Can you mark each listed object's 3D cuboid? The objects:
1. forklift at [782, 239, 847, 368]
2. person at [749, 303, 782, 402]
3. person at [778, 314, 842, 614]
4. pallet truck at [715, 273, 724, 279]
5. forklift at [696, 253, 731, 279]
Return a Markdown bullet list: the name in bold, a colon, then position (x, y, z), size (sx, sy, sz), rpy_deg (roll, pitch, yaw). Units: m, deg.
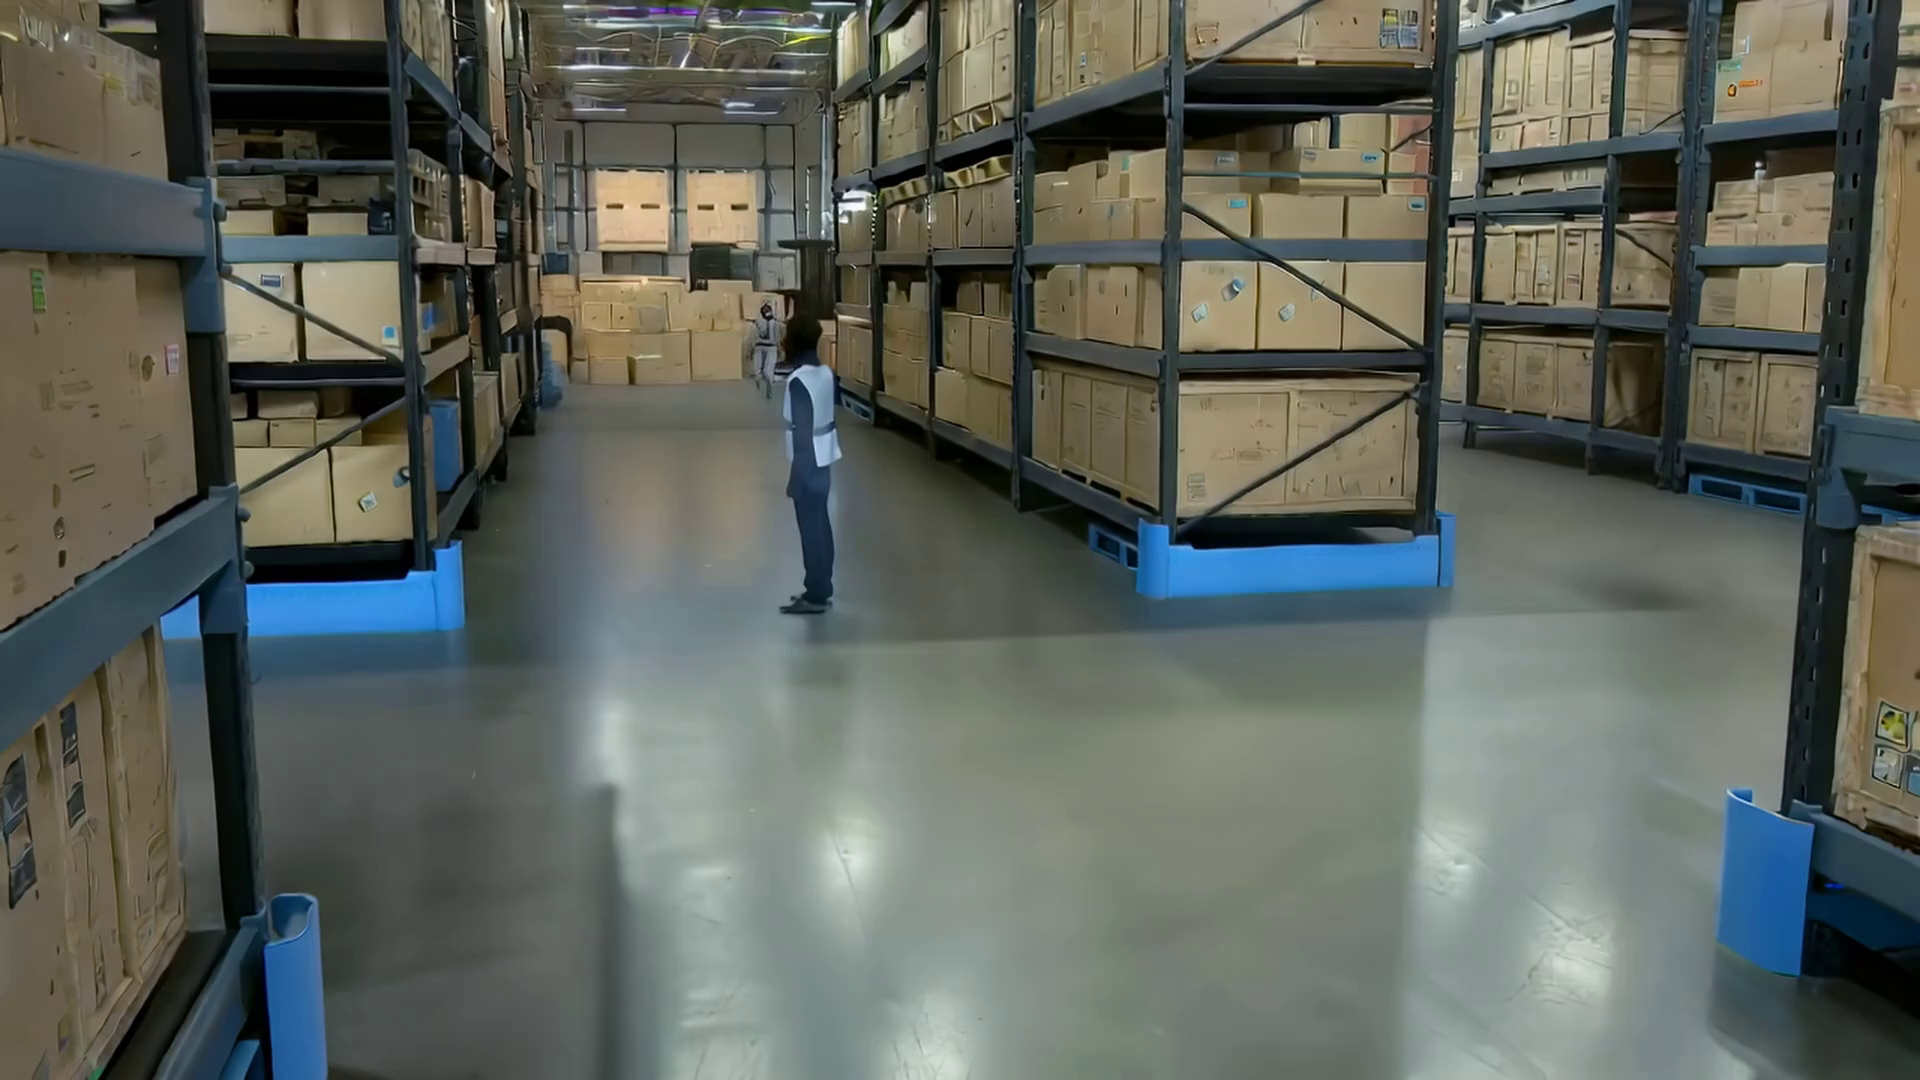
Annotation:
- **forklift**: position (-2.797, -5.110, 35.969), size (1.873, 2.768, 1.129), rpy_deg (7, 12, 37)
- **person**: position (-3.217, -3.105, 27.546), size (0.540, 1.622, 0.446), rpy_deg (-1, 9, -5)
- **person**: position (-0.964, -0.480, 10.671), size (0.392, 1.922, 0.592), rpy_deg (1, 9, 7)
- **pallet truck**: position (-8.580, -8.986, 62.280), size (1.885, 1.965, 0.823), rpy_deg (1, 9, 5)
- **forklift**: position (-6.403, -6.321, 43.352), size (1.129, 2.768, 1.873), rpy_deg (-2, 10, -12)
